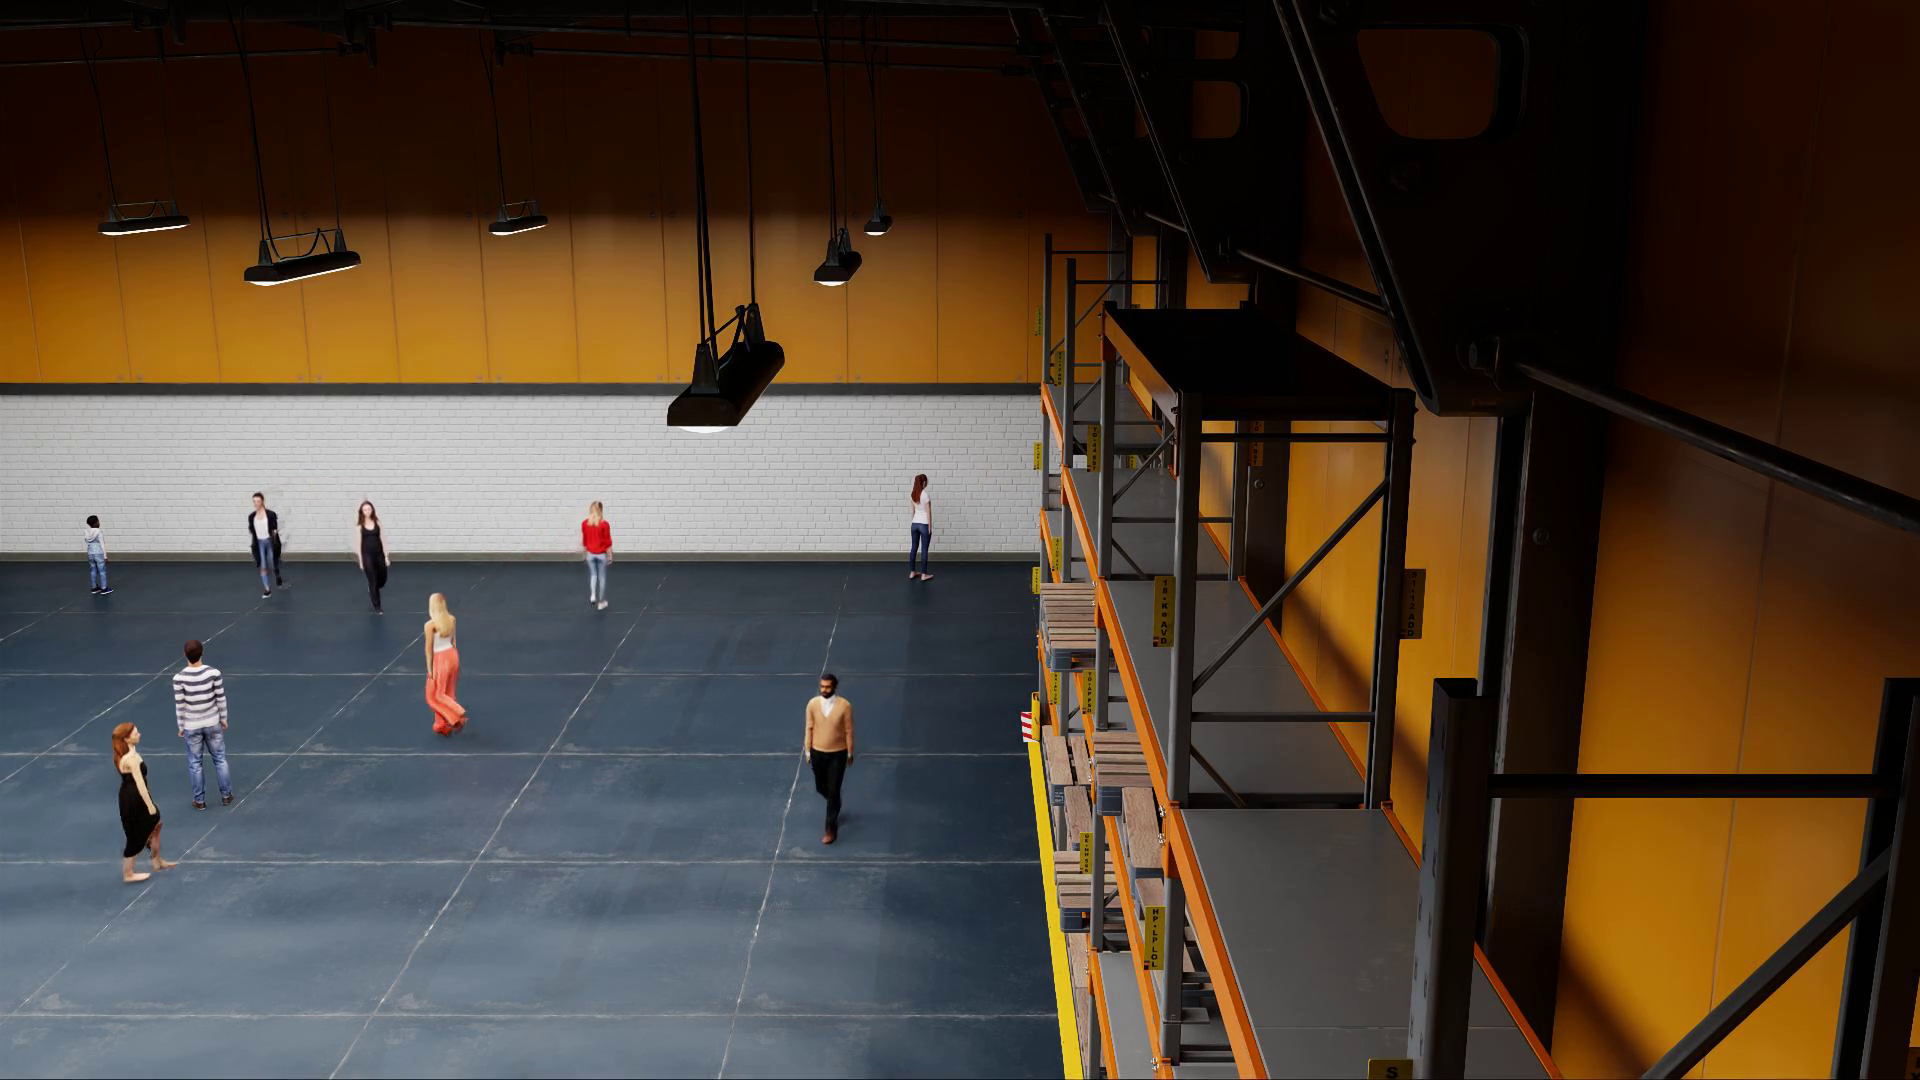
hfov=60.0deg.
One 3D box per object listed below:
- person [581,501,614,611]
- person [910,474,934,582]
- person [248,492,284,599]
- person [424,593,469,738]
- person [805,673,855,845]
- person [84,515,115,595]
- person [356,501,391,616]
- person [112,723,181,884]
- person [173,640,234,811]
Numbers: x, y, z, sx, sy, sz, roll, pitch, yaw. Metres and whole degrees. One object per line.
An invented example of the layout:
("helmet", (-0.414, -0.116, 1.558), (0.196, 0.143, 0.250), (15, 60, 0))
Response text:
("person", (-5.551, 0.260, 25.309), (0.686, 1.695, 0.681), (2, 14, 9))
("person", (-0.651, -0.217, 27.196), (0.638, 1.734, 0.676), (10, 17, 35))
("person", (-10.900, 0.064, 26.167), (0.686, 1.672, 0.806), (-2, 14, -6))
("person", (-6.107, 1.525, 19.890), (0.920, 1.787, 0.908), (8, 16, 31))
("person", (-1.330, 2.199, 17.226), (0.825, 1.729, 1.161), (3, 14, 12))
("person", (-13.707, 0.223, 26.389), (0.520, 1.258, 0.541), (4, 14, 15))
("person", (-8.942, 0.246, 25.288), (0.937, 1.732, 1.059), (-10, 17, -35))
("person", (-8.053, 2.550, 16.034), (0.851, 1.608, 0.817), (-8, 16, -30))
("person", (-8.158, 1.974, 17.895), (0.722, 1.852, 0.710), (-8, 16, -30))
